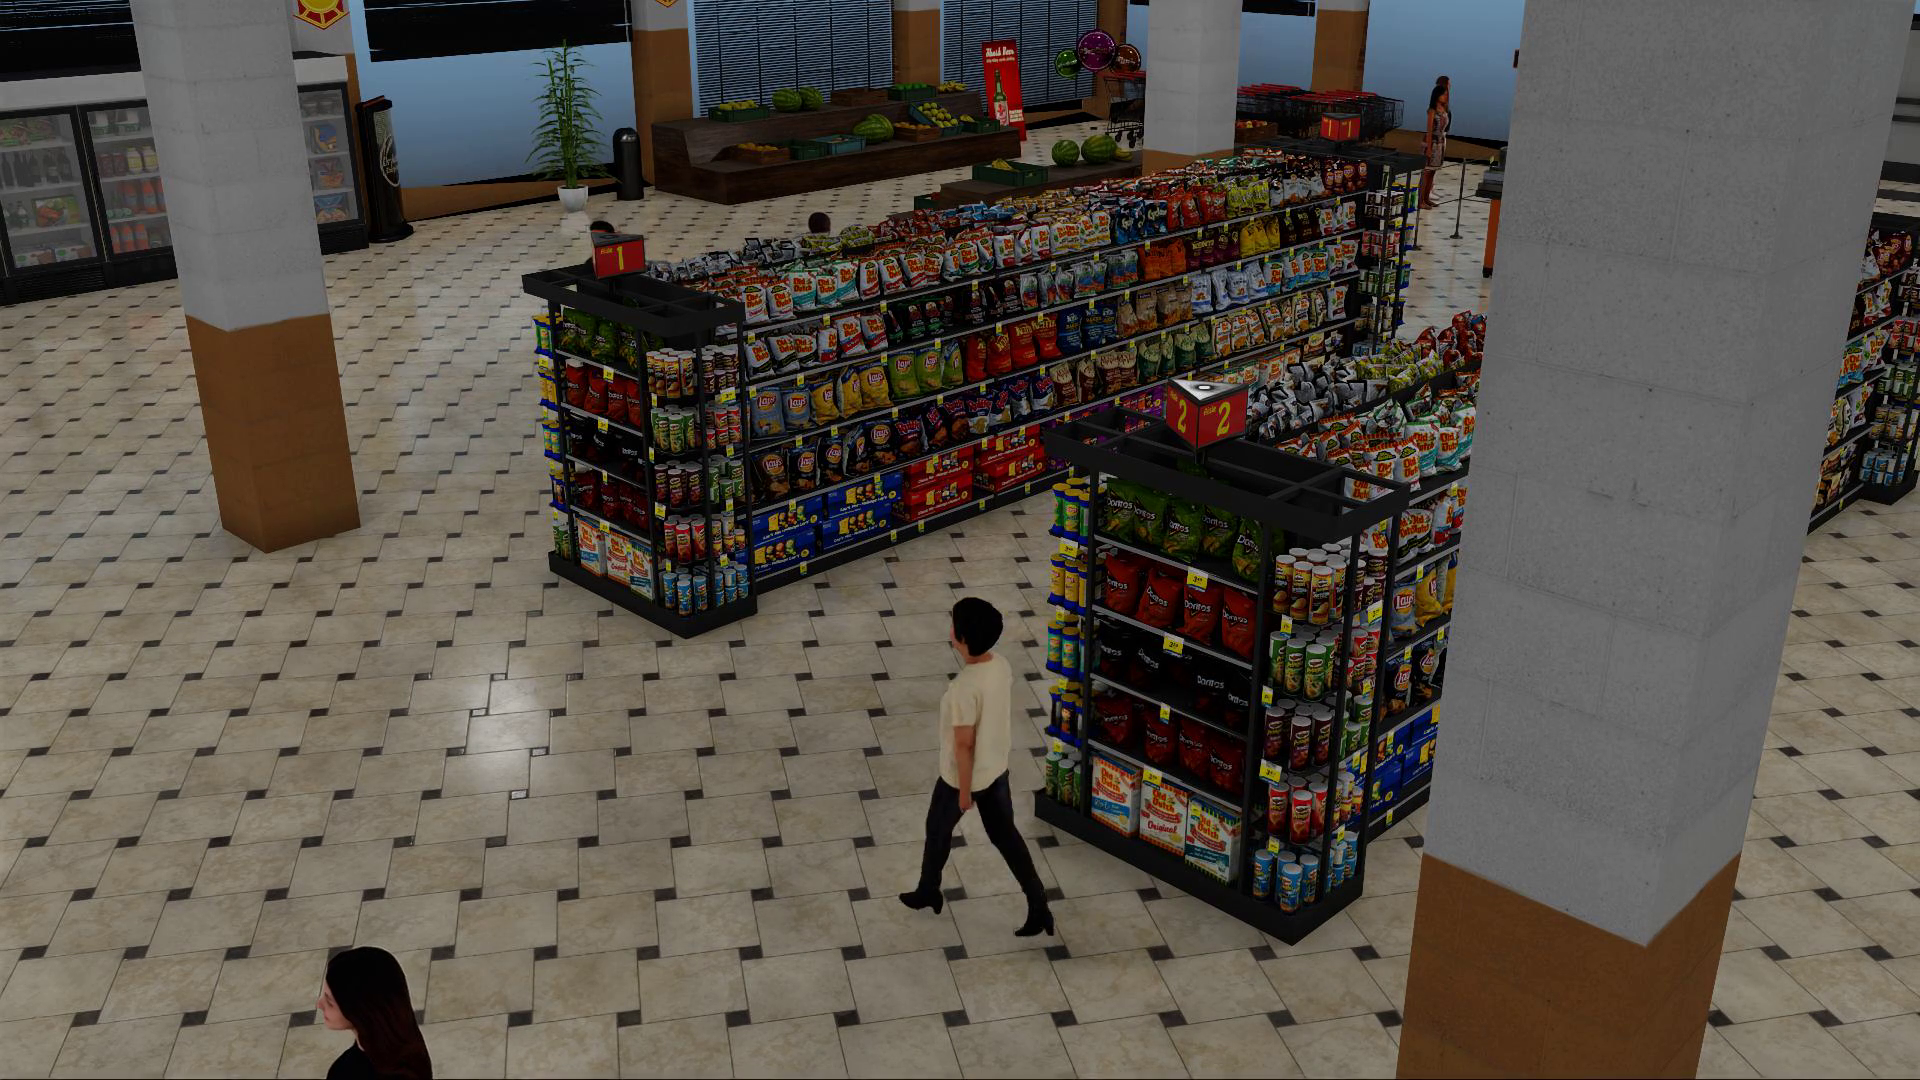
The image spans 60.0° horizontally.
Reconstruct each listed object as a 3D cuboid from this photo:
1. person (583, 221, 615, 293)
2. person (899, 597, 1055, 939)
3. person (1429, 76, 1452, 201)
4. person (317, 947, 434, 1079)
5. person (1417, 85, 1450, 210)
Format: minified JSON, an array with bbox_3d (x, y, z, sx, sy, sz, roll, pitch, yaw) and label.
[{"bbox_3d":[-2.814,-1.725,13.547,1.107,1.749,1.263,4,22,9],"label":"person"},{"bbox_3d":[0.129,1.011,7.003,0.789,1.552,0.989,14,26,31],"label":"person"},{"bbox_3d":[6.713,-5.671,23.433,0.692,1.701,0.522,14,26,30],"label":"person"},{"bbox_3d":[-1.589,1.857,4.781,0.670,1.638,0.672,-12,25,-27],"label":"person"},{"bbox_3d":[6.497,-5.400,22.833,0.738,1.645,0.507,16,27,34],"label":"person"}]
